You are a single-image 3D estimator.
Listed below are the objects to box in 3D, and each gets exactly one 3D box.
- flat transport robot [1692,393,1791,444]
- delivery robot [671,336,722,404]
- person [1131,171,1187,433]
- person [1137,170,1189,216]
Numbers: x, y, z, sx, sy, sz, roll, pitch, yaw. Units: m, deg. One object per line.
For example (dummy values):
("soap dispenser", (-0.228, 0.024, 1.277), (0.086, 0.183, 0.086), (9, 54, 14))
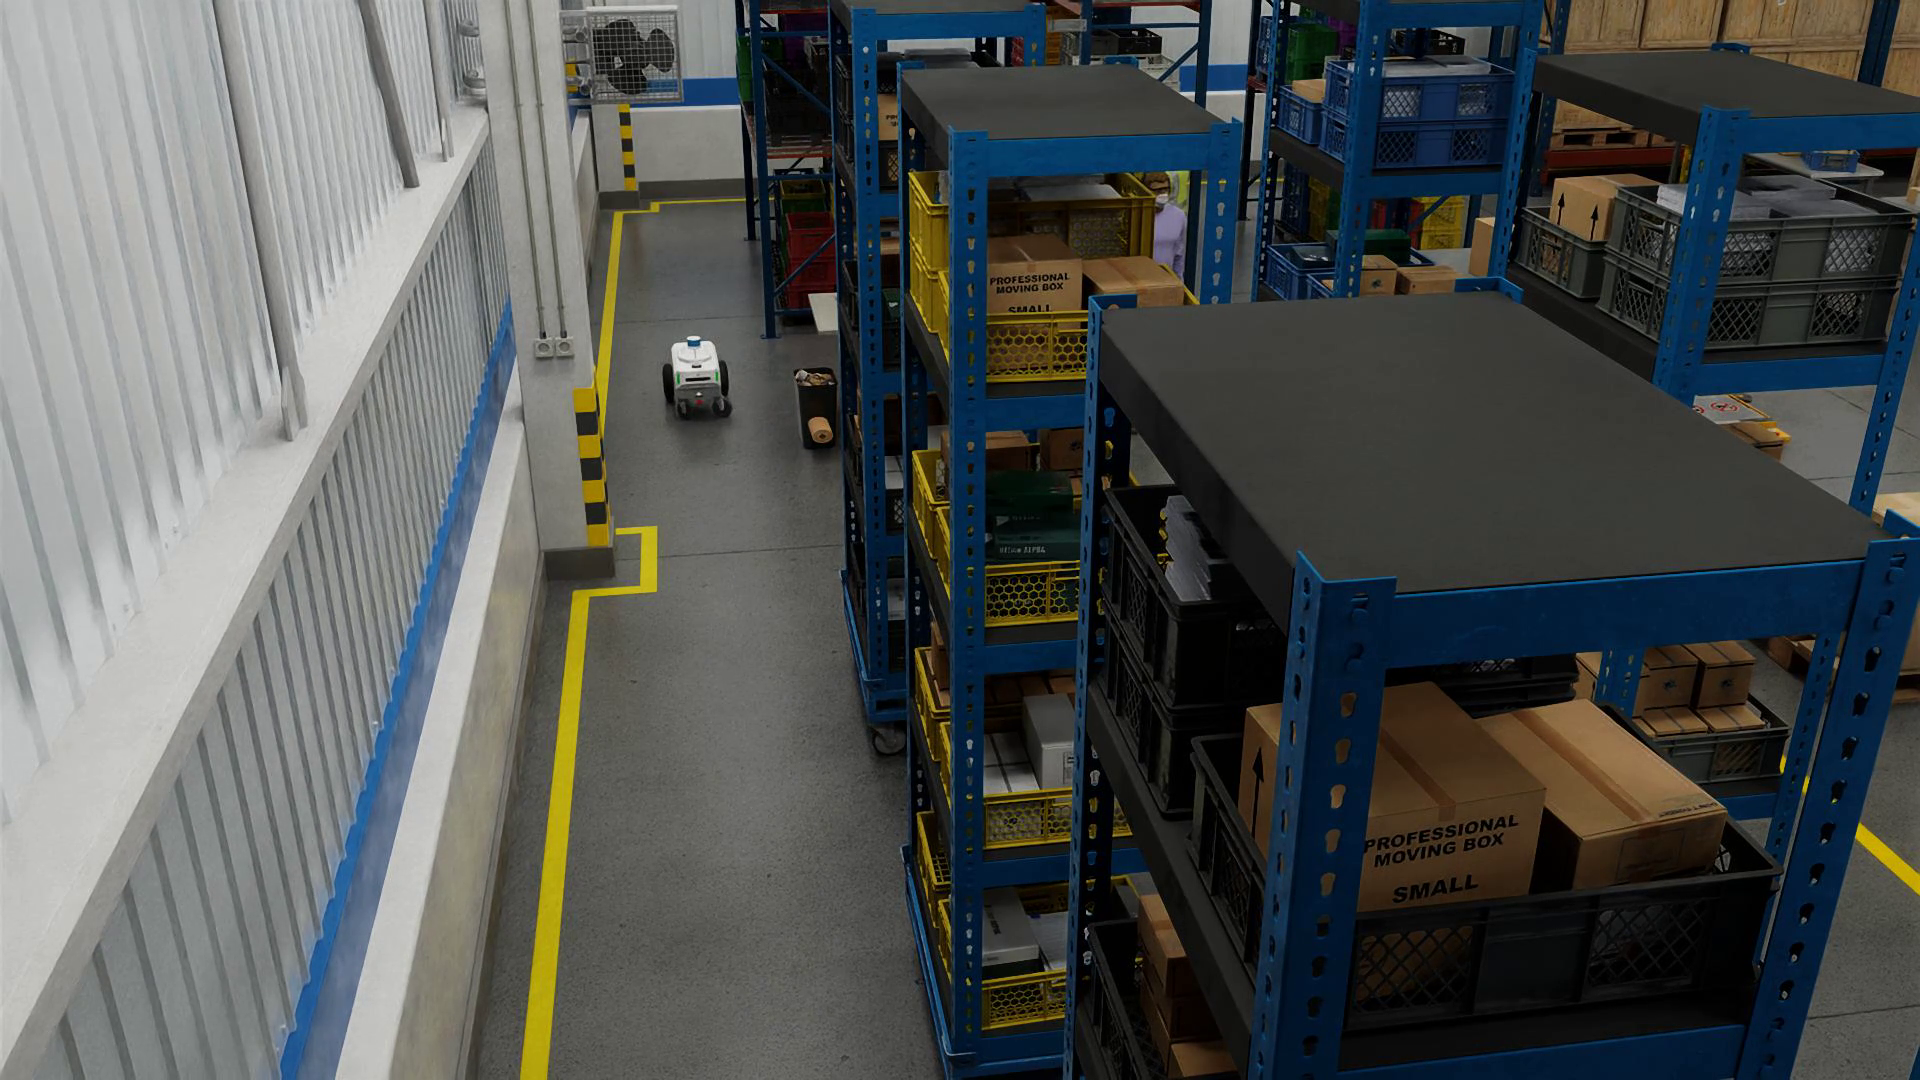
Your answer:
("flat transport robot", (5.224, -0.859, 12.132), (1.431, 0.197, 0.652), (-4, 25, -8))
("delivery robot", (-2.012, -1.308, 12.664), (0.477, 0.478, 0.707), (-5, 25, -10))
("person", (1.367, -1.749, 12.087), (0.628, 1.940, 0.373), (-13, 28, -27))
("person", (1.690, -2.633, 14.124), (0.429, 1.844, 0.625), (10, 26, 20))
